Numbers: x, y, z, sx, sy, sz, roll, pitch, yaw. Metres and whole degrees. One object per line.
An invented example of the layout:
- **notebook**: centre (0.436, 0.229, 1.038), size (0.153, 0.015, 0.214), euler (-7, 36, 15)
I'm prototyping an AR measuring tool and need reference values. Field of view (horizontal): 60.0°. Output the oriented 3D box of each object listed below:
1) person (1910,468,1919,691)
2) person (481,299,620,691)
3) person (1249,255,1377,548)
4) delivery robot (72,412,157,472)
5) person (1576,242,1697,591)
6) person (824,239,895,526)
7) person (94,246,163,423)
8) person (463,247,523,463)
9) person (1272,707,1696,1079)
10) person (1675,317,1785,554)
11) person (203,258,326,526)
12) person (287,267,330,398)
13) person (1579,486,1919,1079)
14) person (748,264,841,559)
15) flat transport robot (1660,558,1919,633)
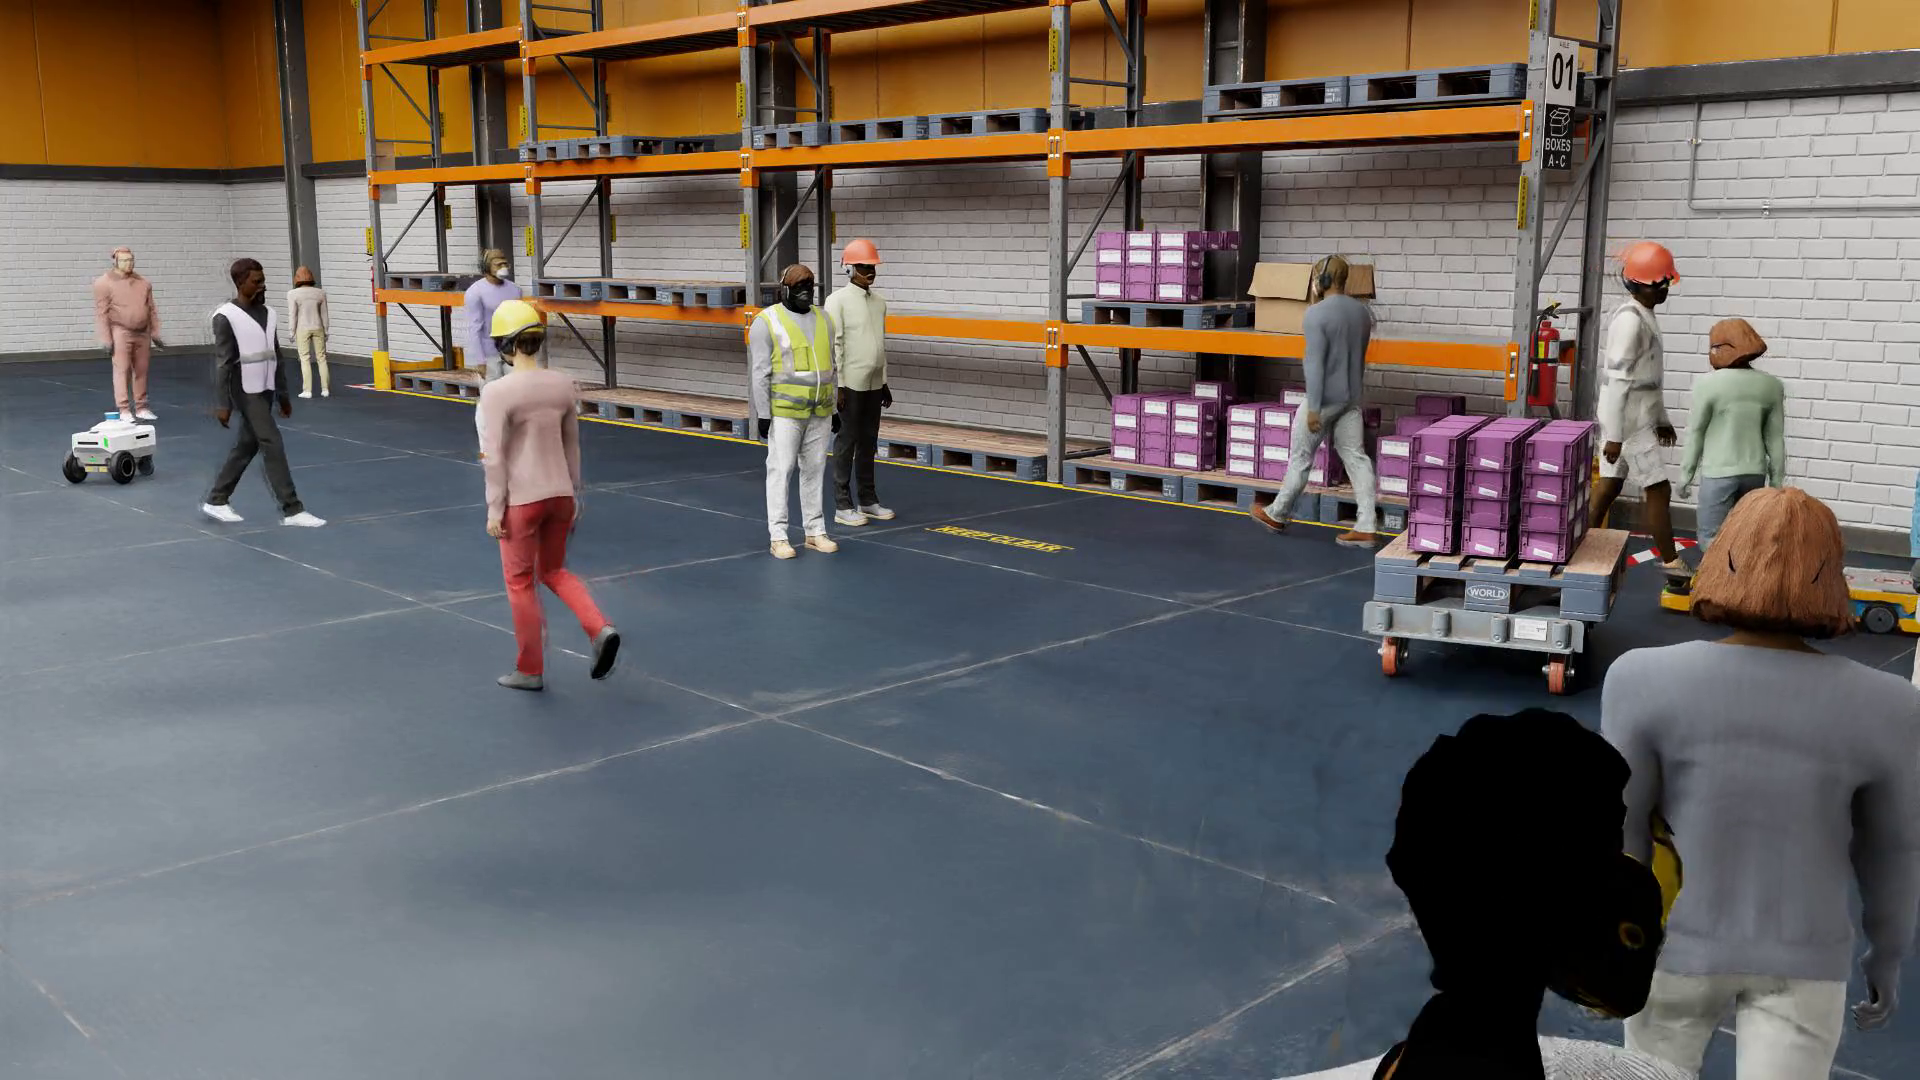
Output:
- **person**: centre (3.779, 0.090, 6.150), size (0.514, 1.641, 0.307), euler (2, 11, 10)
- **person**: centre (-1.827, -0.173, 7.306), size (0.544, 1.750, 0.523), euler (7, 12, 32)
- **person**: centre (2.388, -0.915, 10.939), size (0.654, 1.884, 1.031), euler (-8, 13, -36)
- **delivery robot**: centre (-7.006, -0.816, 13.791), size (0.477, 0.478, 0.707), euler (1, 11, 7)
- **person**: centre (3.852, -0.644, 9.231), size (0.894, 1.977, 0.602), euler (3, 11, 16)
- **person**: centre (-0.701, -1.109, 11.717), size (0.377, 1.995, 0.612), euler (7, 13, 34)
- **person**: centre (-9.045, -2.240, 18.140), size (0.409, 1.909, 0.643), euler (6, 12, 30)
- **person**: centre (-3.969, -1.593, 14.579), size (0.815, 1.908, 0.651), euler (7, 13, 35)
- **person**: centre (0.221, 0.921, 1.235), size (0.577, 1.796, 1.056), euler (-3, 11, -16)
- **person**: centre (3.947, -0.307, 8.384), size (0.511, 1.615, 0.639), euler (-2, 11, -9)
- **person**: centre (-4.948, -1.026, 11.615), size (0.978, 1.877, 0.603), euler (2, 11, 9)
- **person**: centre (-8.147, -2.596, 20.811), size (0.504, 1.631, 0.279), euler (-10, 14, -43)
- **person**: centre (1.352, 0.704, 2.889), size (0.522, 1.602, 0.726), euler (4, 11, 22)
- **person**: centre (-1.013, -0.813, 10.520), size (0.633, 1.842, 0.429), euler (-8, 13, -39)
- **flat transport robot**: centre (4.540, 0.278, 8.856), size (1.431, 0.197, 0.652), euler (5, 12, 28)
